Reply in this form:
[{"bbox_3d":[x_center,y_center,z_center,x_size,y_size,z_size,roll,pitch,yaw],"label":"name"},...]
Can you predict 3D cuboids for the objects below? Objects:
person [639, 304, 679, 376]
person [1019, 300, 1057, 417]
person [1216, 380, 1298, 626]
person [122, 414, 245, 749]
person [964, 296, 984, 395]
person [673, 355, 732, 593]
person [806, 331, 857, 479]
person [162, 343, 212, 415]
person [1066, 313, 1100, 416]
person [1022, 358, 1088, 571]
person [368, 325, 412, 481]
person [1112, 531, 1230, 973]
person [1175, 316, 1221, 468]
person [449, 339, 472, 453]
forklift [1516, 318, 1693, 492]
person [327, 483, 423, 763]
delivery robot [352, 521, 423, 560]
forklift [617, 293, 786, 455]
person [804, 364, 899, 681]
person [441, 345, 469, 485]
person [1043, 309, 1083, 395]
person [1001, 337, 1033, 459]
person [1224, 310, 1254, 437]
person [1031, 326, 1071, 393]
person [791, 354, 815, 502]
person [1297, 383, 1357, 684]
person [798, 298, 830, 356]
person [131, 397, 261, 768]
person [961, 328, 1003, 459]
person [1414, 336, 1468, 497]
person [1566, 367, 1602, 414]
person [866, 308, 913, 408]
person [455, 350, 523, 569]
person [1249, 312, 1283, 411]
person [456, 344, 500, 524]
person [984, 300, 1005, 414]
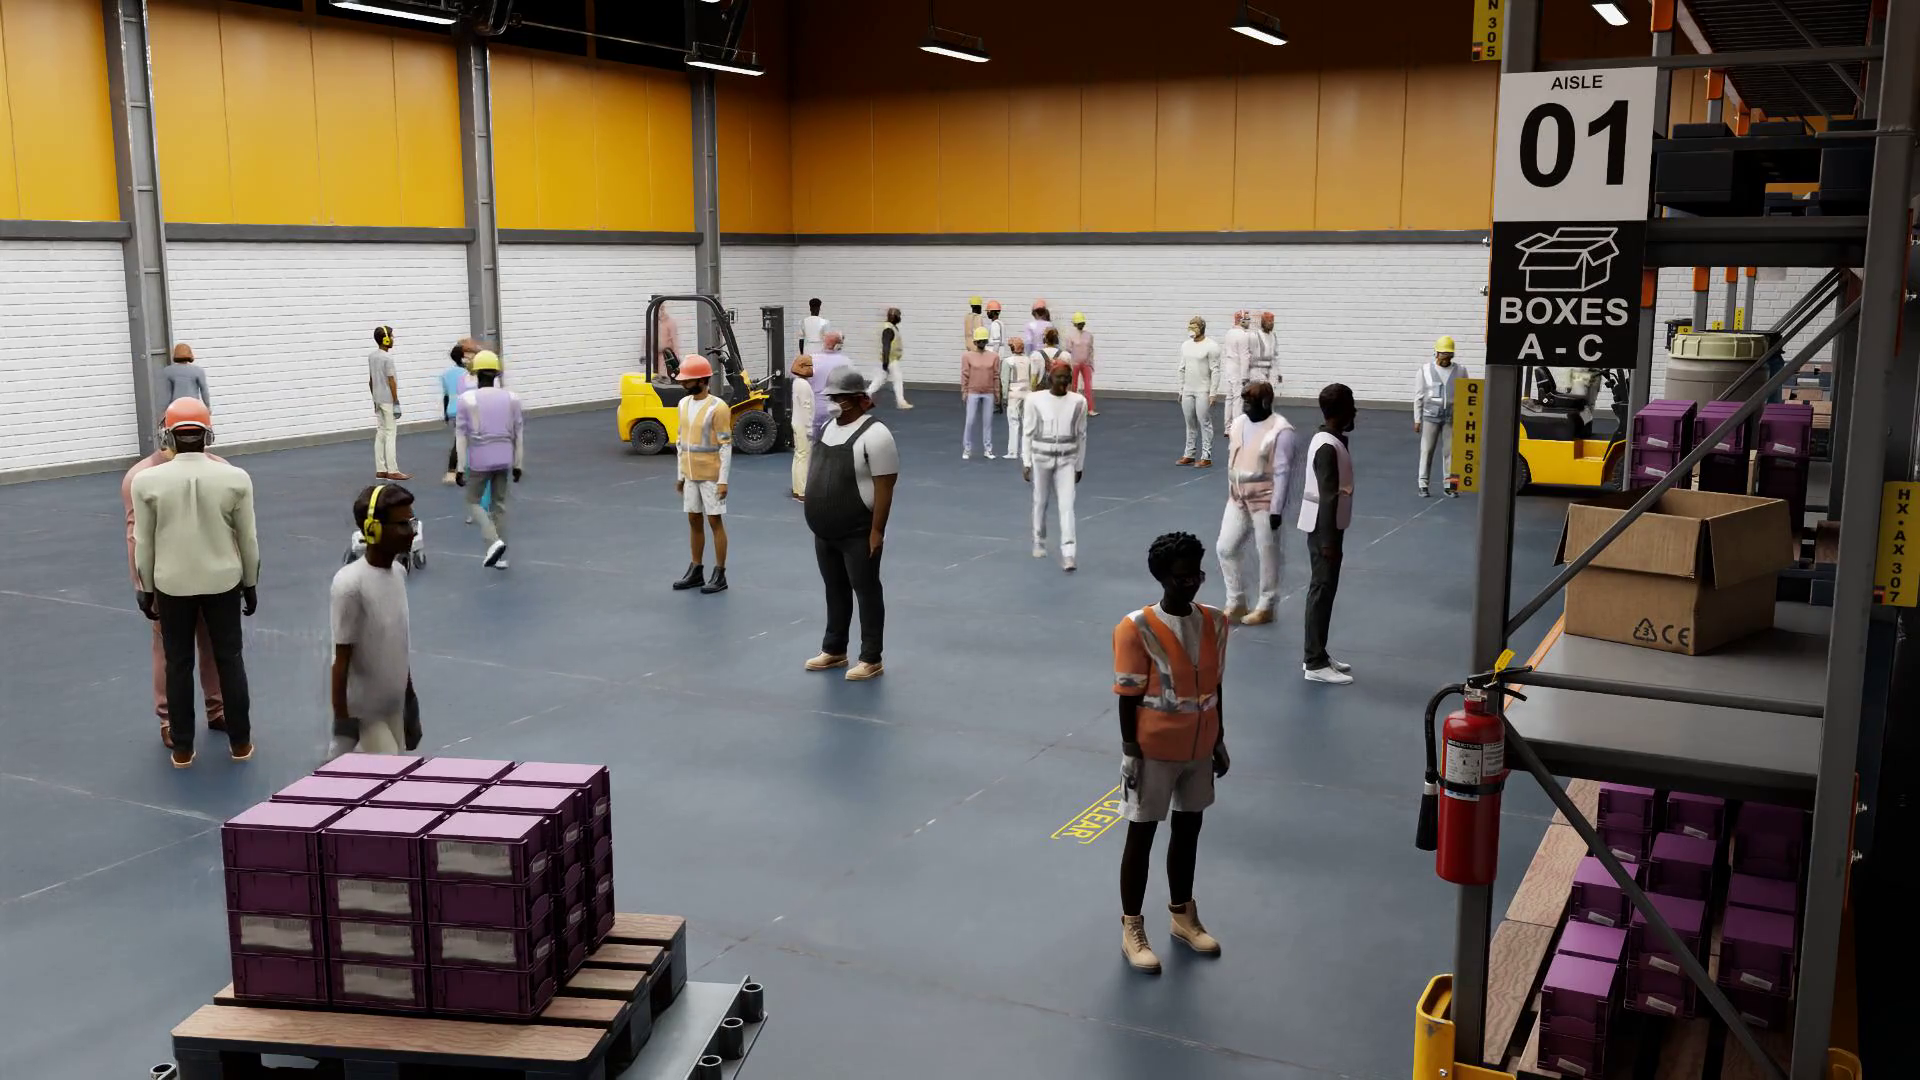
[{"bbox_3d":[-5.380,-3.269,29.532,0.654,1.859,0.988,5,11,26],"label":"person"},{"bbox_3d":[1.315,-2.947,27.336,0.618,1.981,1.078,-4,11,-24],"label":"person"},{"bbox_3d":[2.121,-0.258,12.186,0.596,1.823,0.660,-7,12,-36],"label":"person"},{"bbox_3d":[-4.300,0.198,9.326,0.403,1.904,0.652,7,12,36],"label":"person"},{"bbox_3d":[0.295,-3.683,31.719,0.364,1.930,0.588,-5,11,-28],"label":"person"},{"bbox_3d":[-2.096,-0.531,13.464,0.545,1.933,0.376,7,12,36],"label":"person"},{"bbox_3d":[-1.509,-1.446,18.961,0.699,1.864,0.434,0,10,-2],"label":"person"},{"bbox_3d":[-9.678,-1.649,20.827,0.517,1.632,0.324,-1,10,-9],"label":"person"},{"bbox_3d":[2.053,-2.912,27.814,0.545,1.731,0.773,-4,10,-20],"label":"person"},{"bbox_3d":[0.830,-0.687,14.686,0.591,1.838,0.999,-1,10,-4],"label":"person"},{"bbox_3d":[-6.937,-1.648,20.138,0.518,1.862,0.327,8,13,40],"label":"person"},{"bbox_3d":[0.820,0.803,6.421,0.535,1.697,0.318,-6,11,-31],"label":"person"},{"bbox_3d":[3.047,-1.890,21.313,0.354,1.937,0.635,-8,13,-39],"label":"person"},{"bbox_3d":[-6.625,-1.870,22.188,0.797,1.598,0.509,3,10,17],"label":"person"},{"bbox_3d":[7.066,-1.601,18.899,2.313,2.155,1.214,5,11,27],"label":"forklift"},{"bbox_3d":[-2.300,0.701,6.545,0.433,1.855,0.558,1,10,6],"label":"person"},{"bbox_3d":[-4.883,-0.017,14.198,0.477,0.478,0.707,1,10,6],"label":"delivery robot"},{"bbox_3d":[-3.588,-2.317,23.042,2.313,2.155,1.214,-1,10,-5],"label":"forklift"},{"bbox_3d":[-0.751,-0.118,10.761,0.684,2.000,0.538,10,14,44],"label":"person"},{"bbox_3d":[-5.926,-1.503,19.923,0.562,1.638,0.887,6,11,30],"label":"person"},{"bbox_3d":[1.696,-3.156,29.130,0.890,1.783,0.616,2,10,12],"label":"person"},{"bbox_3d":[0.770,-1.891,22.223,0.514,1.631,0.321,-8,12,-38],"label":"person"},{"bbox_3d":[4.151,-2.454,24.668,0.399,1.909,0.642,-2,10,-14],"label":"person"},{"bbox_3d":[1.124,-1.728,20.645,0.506,1.845,0.342,0,10,1],"label":"person"},{"bbox_3d":[-1.720,-1.235,18.397,0.279,1.634,0.499,-3,10,-17],"label":"person"},{"bbox_3d":[2.368,-0.050,10.712,0.386,1.921,0.596,2,10,12],"label":"person"},{"bbox_3d":[-2.530,-3.262,29.189,0.603,1.961,0.368,2,10,11],"label":"person"},{"bbox_3d":[-4.084,0.228,8.937,0.608,1.987,0.407,-5,11,-28],"label":"person"},{"bbox_3d":[0.286,-1.941,22.179,0.552,1.761,0.354,-2,10,-11],"label":"person"},{"bbox_3d":[5.399,-1.380,18.695,0.590,1.823,0.403,1,10,6],"label":"person"},{"bbox_3d":[9.001,-2.299,24.051,0.599,1.812,0.711,-3,10,-18],"label":"person"},{"bbox_3d":[-1.314,-3.206,29.354,0.905,1.804,0.667,0,10,2],"label":"person"},{"bbox_3d":[-4.062,-0.678,14.375,0.617,1.910,0.454,-8,13,-40],"label":"person"},{"bbox_3d":[4.675,-2.535,25.309,0.689,1.836,0.802,-10,14,-44],"label":"person"},{"bbox_3d":[-4.890,-1.092,17.001,0.573,1.830,0.494,5,11,27],"label":"person"},{"bbox_3d":[0.579,-3.131,28.499,0.364,1.935,0.553,1,10,8],"label":"person"}]
